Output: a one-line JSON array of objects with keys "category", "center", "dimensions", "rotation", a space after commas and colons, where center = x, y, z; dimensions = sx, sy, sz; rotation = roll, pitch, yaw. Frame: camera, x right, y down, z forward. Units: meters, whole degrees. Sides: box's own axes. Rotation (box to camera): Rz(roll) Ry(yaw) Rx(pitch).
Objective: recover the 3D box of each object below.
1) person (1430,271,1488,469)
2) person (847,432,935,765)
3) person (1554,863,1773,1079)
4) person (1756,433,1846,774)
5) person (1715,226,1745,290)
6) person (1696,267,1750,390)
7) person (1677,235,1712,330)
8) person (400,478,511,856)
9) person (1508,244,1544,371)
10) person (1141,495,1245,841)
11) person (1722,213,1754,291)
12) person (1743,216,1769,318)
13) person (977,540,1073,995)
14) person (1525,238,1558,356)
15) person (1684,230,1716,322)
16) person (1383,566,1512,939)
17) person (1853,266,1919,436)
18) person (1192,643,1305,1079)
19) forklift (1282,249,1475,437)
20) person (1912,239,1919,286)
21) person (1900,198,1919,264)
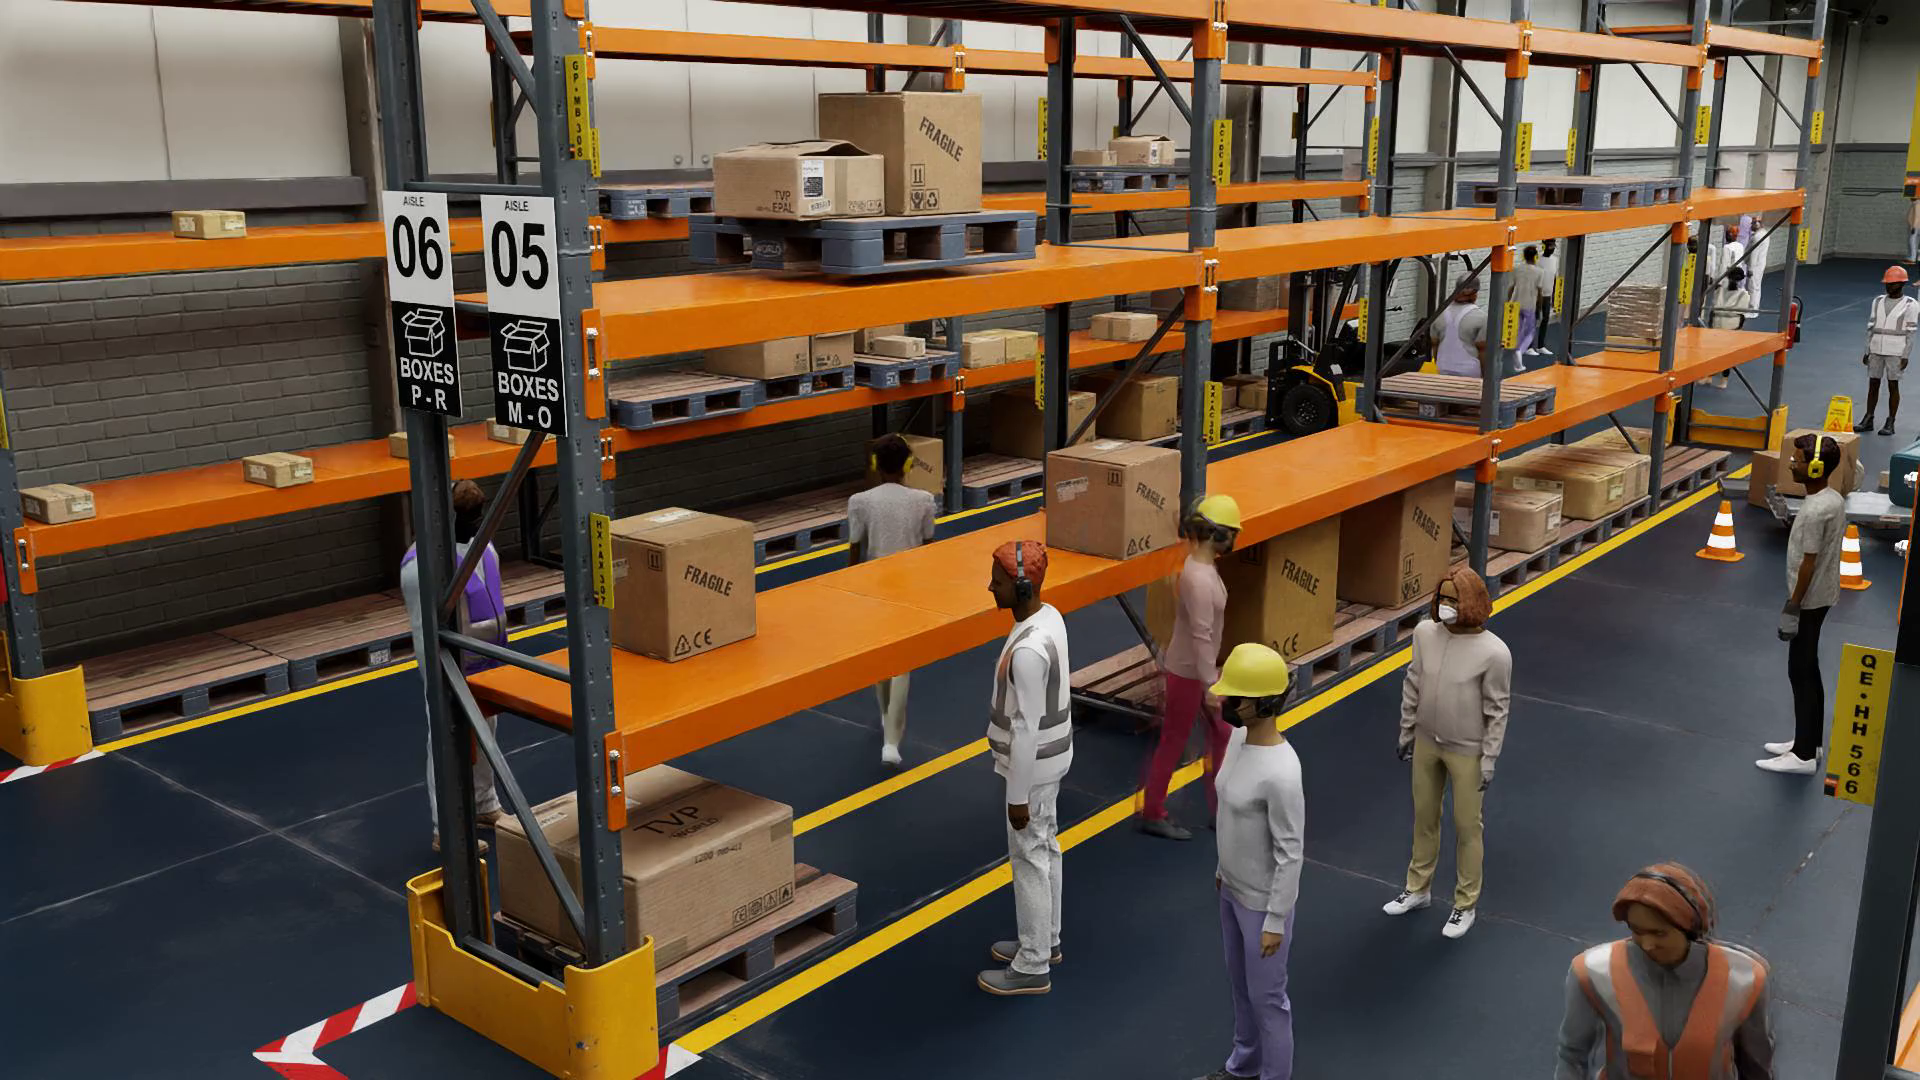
[{"category": "person", "center": [5.242, -1.768, 17.268], "dimensions": [0.537, 2.000, 0.684], "rotation": [-11, 17, -37]}, {"category": "person", "center": [-0.385, 0.310, 9.301], "dimensions": [0.484, 1.815, 1.009], "rotation": [2, 14, 7]}, {"category": "person", "center": [1.874, 1.589, 4.482], "dimensions": [0.538, 1.599, 0.514], "rotation": [5, 15, 19]}, {"category": "person", "center": [4.602, 0.344, 9.040], "dimensions": [0.332, 1.864, 0.507], "rotation": [9, 17, 33]}, {"category": "person", "center": [13.115, -4.417, 28.397], "dimensions": [0.564, 1.880, 0.358], "rotation": [-11, 17, -37]}, {"category": "person", "center": [10.361, -2.857, 22.462], "dimensions": [0.349, 1.674, 0.564], "rotation": [-10, 17, -34]}, {"category": "person", "center": [11.562, -3.899, 26.359], "dimensions": [0.390, 1.840, 0.565], "rotation": [-13, 19, -42]}, {"category": "person", "center": [-2.397, 0.604, 8.047], "dimensions": [0.429, 1.837, 0.628], "rotation": [4, 14, 18]}, {"category": "person", "center": [8.155, -3.341, 24.068], "dimensions": [0.566, 1.849, 0.533], "rotation": [11, 18, 39]}, {"category": "person", "center": [1.245, 0.647, 8.073], "dimensions": [0.764, 1.720, 0.582], "rotation": [3, 14, 14]}, {"category": "person", "center": [17.020, -6.400, 36.401], "dimensions": [0.639, 1.910, 0.407], "rotation": [7, 15, 25]}, {"category": "person", "center": [14.881, -5.111, 31.182], "dimensions": [0.401, 1.899, 0.635], "rotation": [10, 17, 35]}, {"category": "person", "center": [0.271, 0.911, 6.700], "dimensions": [0.359, 1.880, 0.575], "rotation": [2, 14, 10]}, {"category": "person", "center": [9.092, -3.802, 25.938], "dimensions": [0.499, 1.861, 0.327], "rotation": [-6, 15, -25]}, {"category": "person", "center": [13.586, -4.884, 30.566], "dimensions": [0.563, 1.743, 0.353], "rotation": [13, 19, 42]}, {"category": "person", "center": [2.121, 0.907, 7.217], "dimensions": [0.284, 1.633, 0.500], "rotation": [-11, 18, -39]}, {"category": "person", "center": [10.666, -2.175, 19.139], "dimensions": [0.358, 1.938, 0.548], "rotation": [-9, 16, -31]}, {"category": "person", "center": [0.991, 1.207, 5.723], "dimensions": [0.315, 1.767, 0.535], "rotation": [-3, 14, -10]}, {"category": "forklift", "center": [4.886, -2.214, 18.767], "dimensions": [2.313, 2.155, 1.214], "rotation": [11, 18, 38]}, {"category": "person", "center": [21.837, -6.573, 37.560], "dimensions": [0.536, 1.692, 0.320], "rotation": [-6, 15, -21]}, {"category": "person", "center": [25.146, -8.284, 43.891], "dimensions": [0.396, 1.992, 0.623], "rotation": [6, 15, 24]}]
